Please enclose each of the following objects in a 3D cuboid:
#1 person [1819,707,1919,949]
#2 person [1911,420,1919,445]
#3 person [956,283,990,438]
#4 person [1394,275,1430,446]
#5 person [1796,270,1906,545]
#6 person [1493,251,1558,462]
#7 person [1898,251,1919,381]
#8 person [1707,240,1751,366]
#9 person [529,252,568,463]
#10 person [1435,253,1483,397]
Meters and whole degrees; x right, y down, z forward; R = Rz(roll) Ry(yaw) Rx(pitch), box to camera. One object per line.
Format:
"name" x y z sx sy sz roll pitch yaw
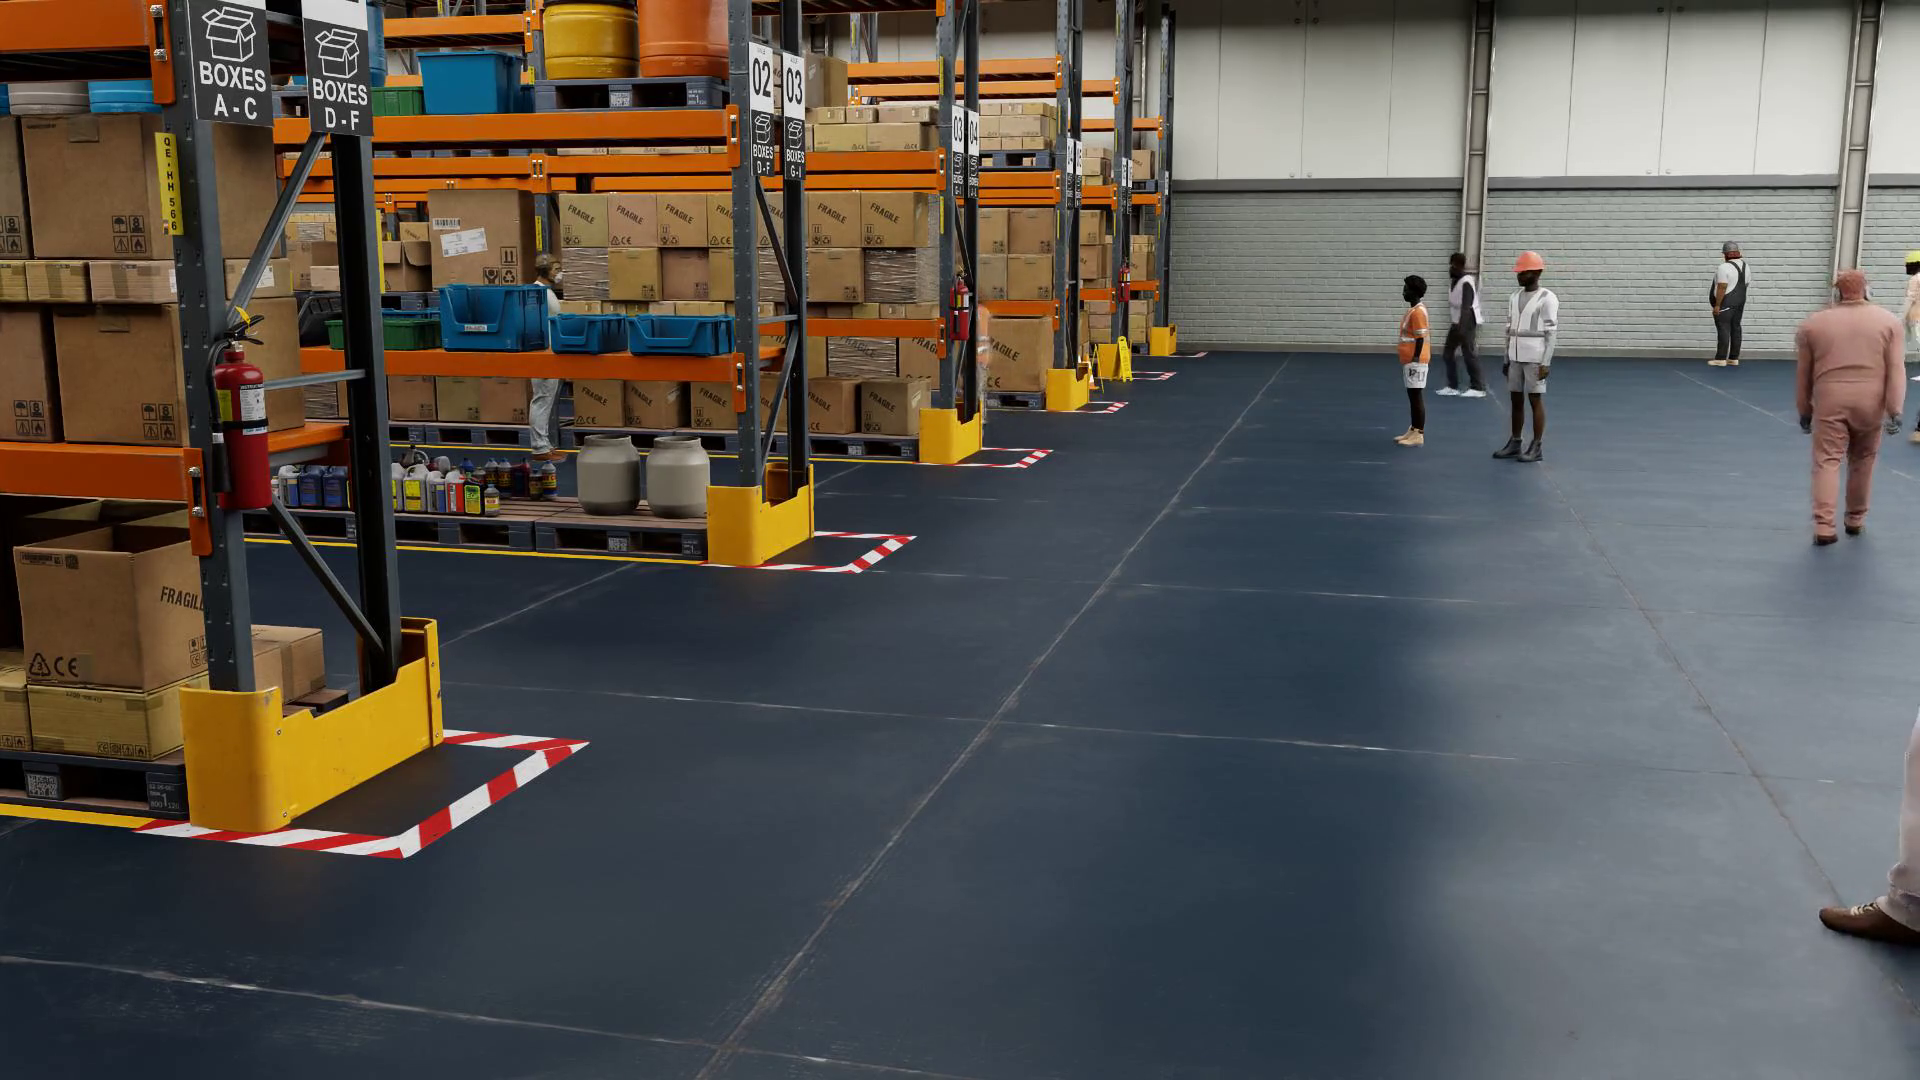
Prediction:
"person" 2.968 0.278 4.618 0.821 1.881 0.648 9 13 40
"person" 9.944 -1.739 16.491 0.891 1.626 0.581 2 10 10
"person" 0.118 -1.843 17.096 0.375 1.624 0.536 7 12 34
"person" 4.507 -1.778 16.543 0.317 1.695 0.540 2 10 9
"person" 6.047 -0.907 11.325 0.668 1.835 0.943 6 12 28
"person" 5.222 -1.685 15.364 0.373 1.934 0.551 -5 11 -27
"person" 13.791 -3.259 24.232 0.969 1.873 0.615 8 13 37
"person" 12.507 -3.865 27.152 0.683 2.000 0.536 -5 12 -28
"person" -3.816 -1.669 15.311 0.378 1.931 0.624 -2 10 -9
"person" 6.532 -2.785 21.625 0.721 1.872 0.610 -1 10 -7
